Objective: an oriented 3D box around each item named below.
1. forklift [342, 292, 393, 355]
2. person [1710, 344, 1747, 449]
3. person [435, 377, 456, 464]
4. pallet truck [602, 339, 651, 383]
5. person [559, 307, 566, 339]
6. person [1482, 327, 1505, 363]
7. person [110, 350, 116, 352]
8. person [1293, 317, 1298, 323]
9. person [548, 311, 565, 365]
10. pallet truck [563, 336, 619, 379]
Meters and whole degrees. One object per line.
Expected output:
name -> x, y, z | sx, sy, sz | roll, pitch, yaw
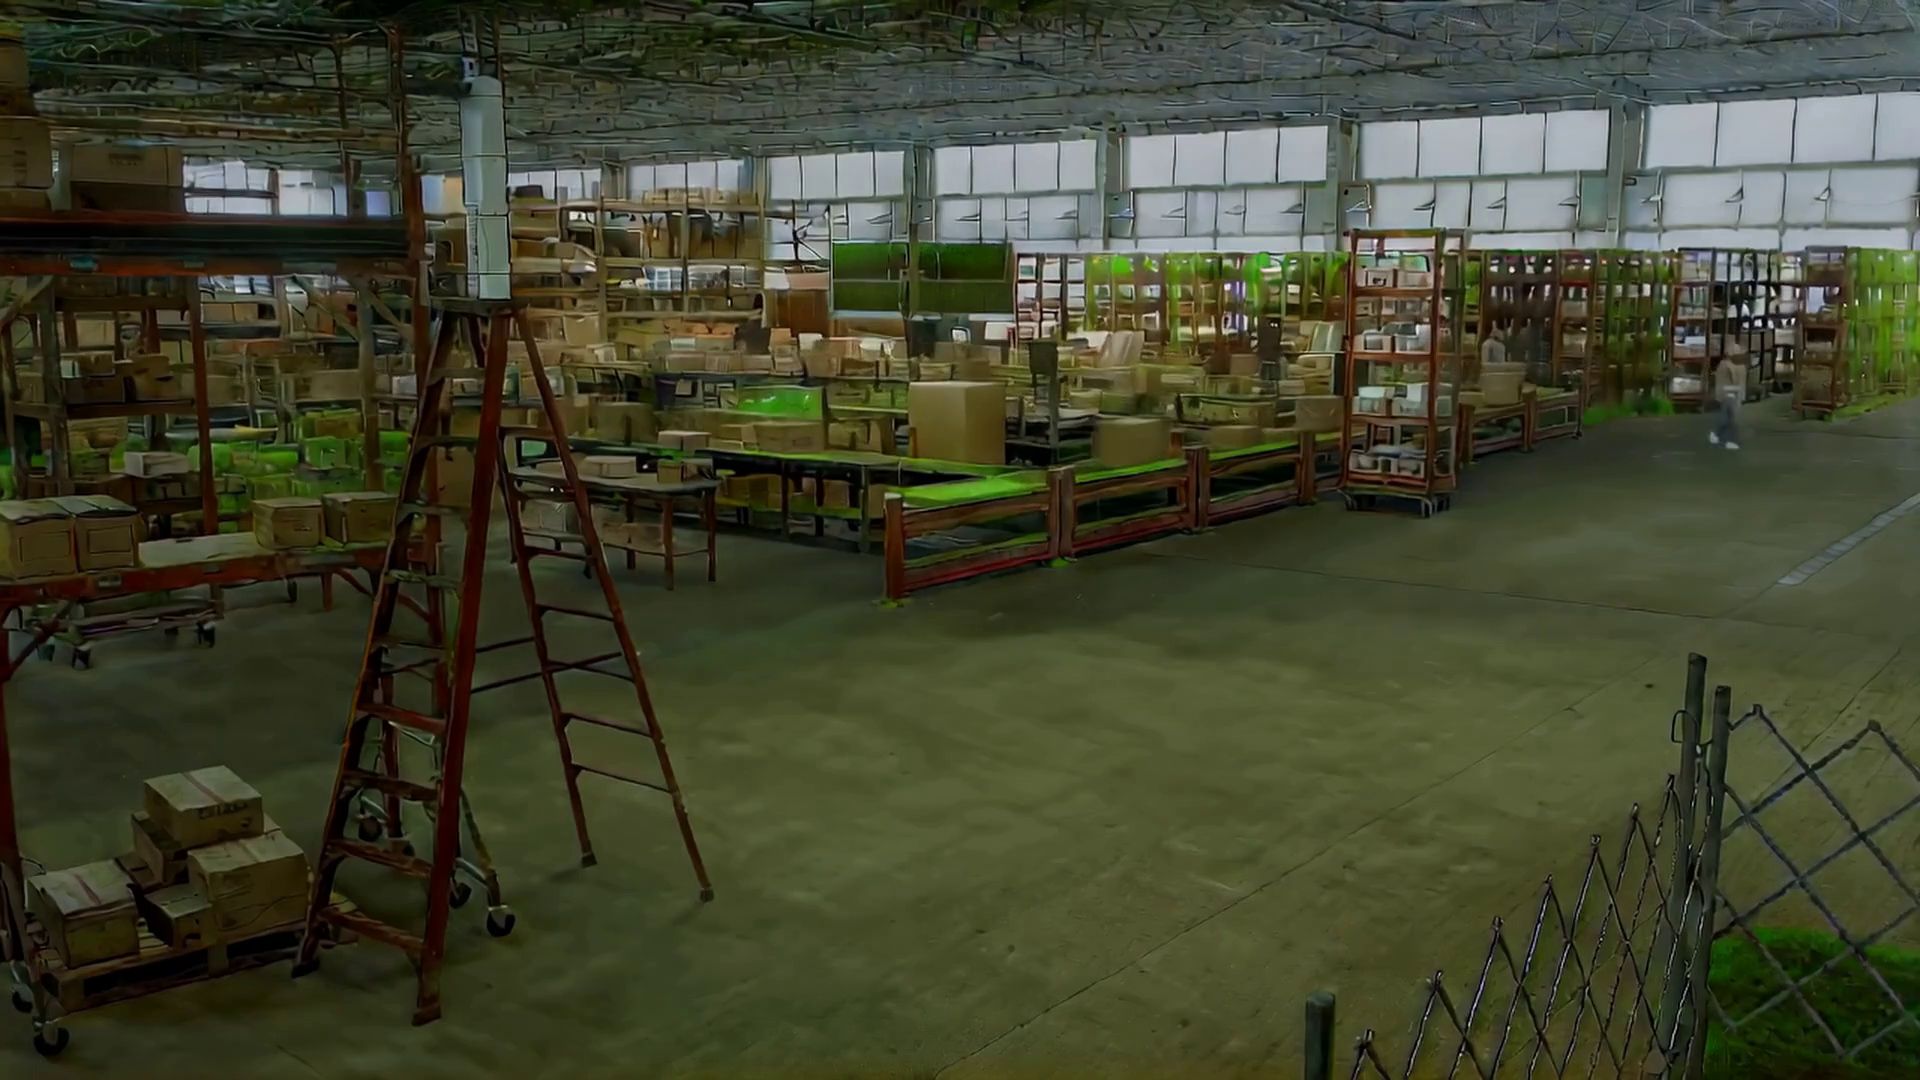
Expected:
forklift -> -16.485, -5.622, 45.120 | 1.129, 2.768, 1.873 | 7, 11, 37
person -> 13.358, -2.490, 28.865 | 0.615, 1.818, 0.463 | -2, 9, -14
person -> -8.299, -2.102, 26.617 | 0.325, 1.767, 0.533 | 7, 11, 36
pallet truck -> -8.991, -4.871, 45.351 | 0.653, 1.274, 1.630 | 7, 11, 37
person -> -15.308, -8.107, 64.157 | 0.282, 1.746, 0.493 | -3, 10, -17
person -> 11.286, -3.534, 35.120 | 0.641, 1.908, 0.407 | -7, 12, -38
person -> -31.807, -7.942, 62.587 | 0.550, 1.917, 0.391 | 5, 10, 29
person -> 10.268, -6.056, 50.583 | 0.391, 1.995, 0.613 | 7, 12, 38
person -> -12.154, -5.920, 49.977 | 0.480, 1.919, 0.655 | -5, 11, -31
pallet truck -> -10.690, -5.294, 48.215 | 1.601, 1.201, 0.680 | -5, 10, -26
